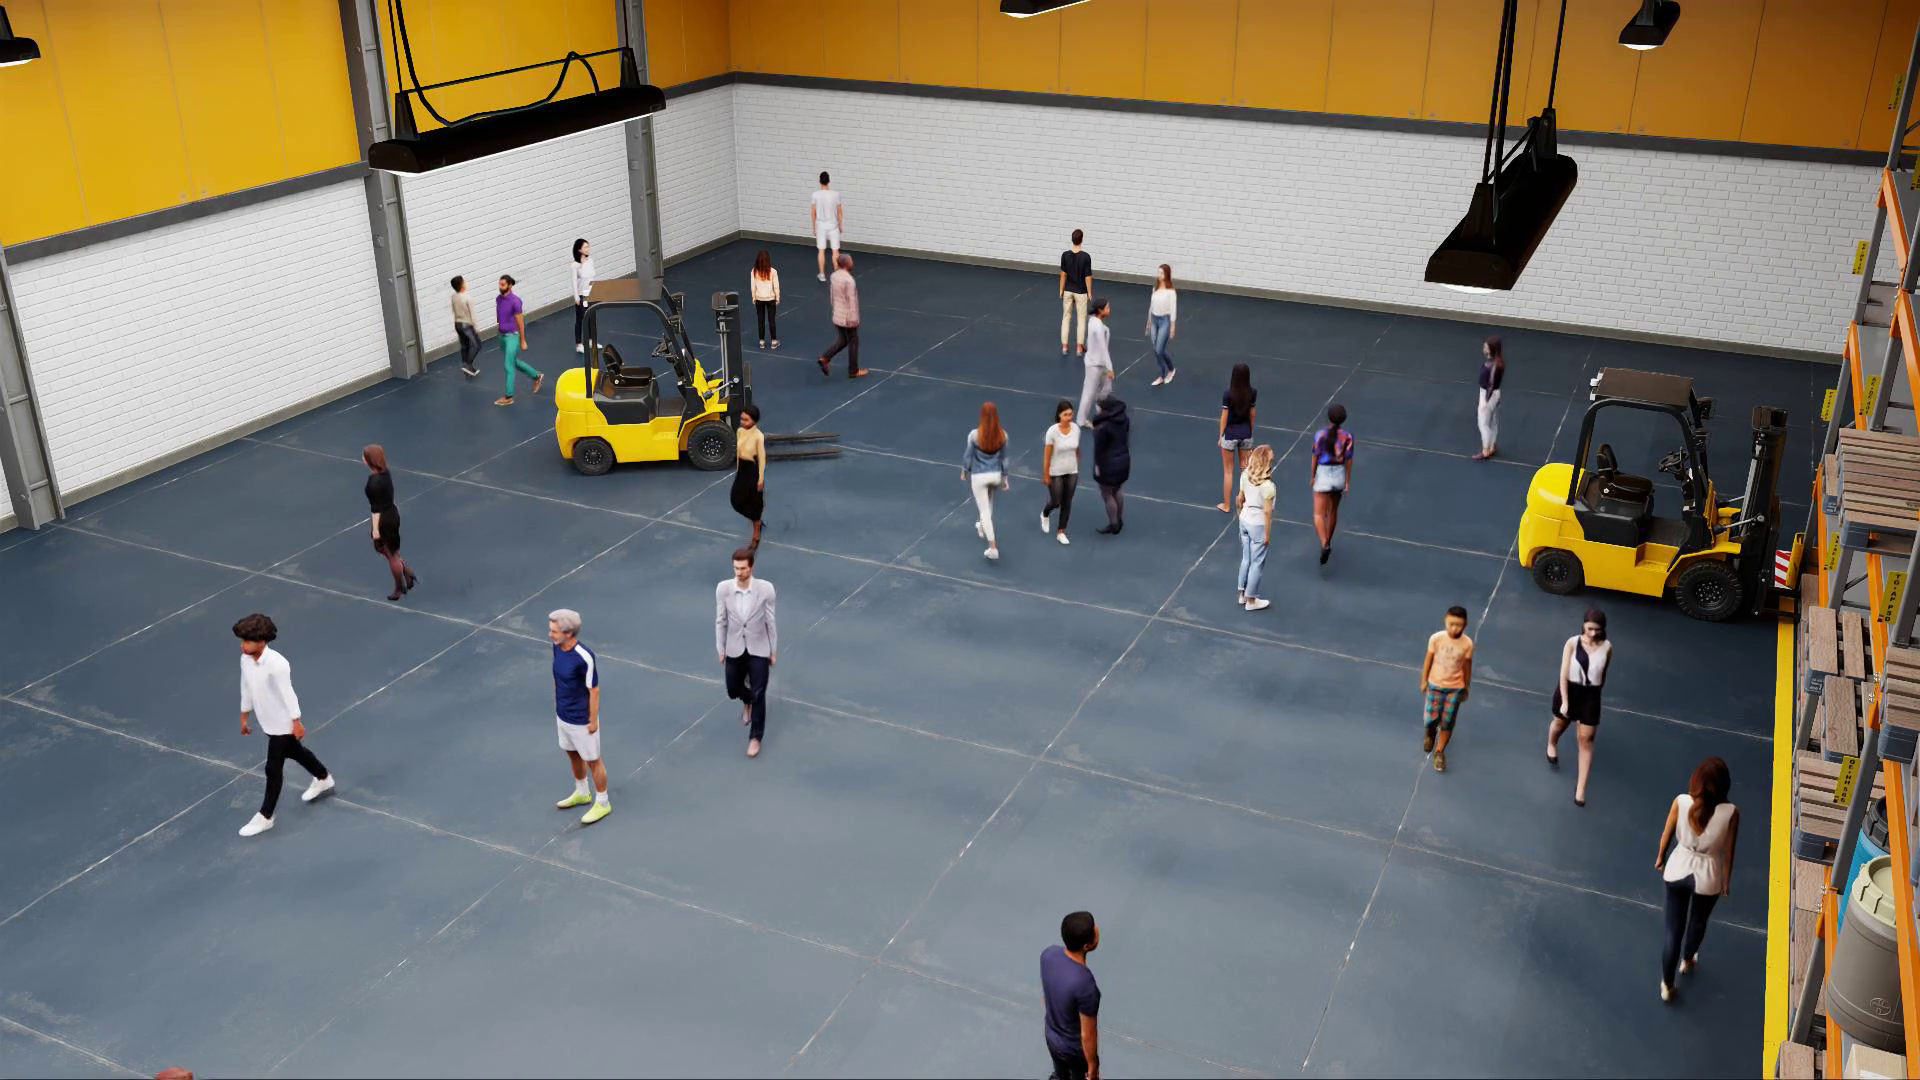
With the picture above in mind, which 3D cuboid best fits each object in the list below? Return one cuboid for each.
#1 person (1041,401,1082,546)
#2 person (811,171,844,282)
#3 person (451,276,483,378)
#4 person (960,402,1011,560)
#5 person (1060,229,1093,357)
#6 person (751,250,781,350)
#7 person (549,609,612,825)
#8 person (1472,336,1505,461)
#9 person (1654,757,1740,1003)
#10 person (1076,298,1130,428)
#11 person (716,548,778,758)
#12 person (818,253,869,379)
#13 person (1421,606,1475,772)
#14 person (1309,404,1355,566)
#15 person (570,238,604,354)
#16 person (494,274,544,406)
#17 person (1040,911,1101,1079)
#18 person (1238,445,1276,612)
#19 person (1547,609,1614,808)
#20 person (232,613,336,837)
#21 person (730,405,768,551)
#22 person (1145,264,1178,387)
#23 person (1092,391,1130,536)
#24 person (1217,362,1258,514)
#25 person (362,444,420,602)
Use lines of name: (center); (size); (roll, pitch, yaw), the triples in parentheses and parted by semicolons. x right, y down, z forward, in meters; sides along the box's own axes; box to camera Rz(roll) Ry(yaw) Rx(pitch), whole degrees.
person: (1.080, -0.763, 18.142); (0.778, 1.631, 0.830); (-10, 26, -22)
person: (-2.268, -5.354, 28.362); (0.766, 1.856, 0.765); (-3, 24, -6)
person: (-7.008, -2.981, 23.431); (0.552, 1.459, 0.634); (11, 26, 23)
person: (0.302, -0.592, 17.722); (1.137, 1.654, 1.167); (-9, 25, -20)
person: (1.699, -3.636, 24.439); (0.645, 1.851, 0.559); (9, 25, 20)
person: (-2.908, -3.603, 24.823); (0.631, 1.483, 0.606); (2, 24, 5)
person: (-2.998, 1.353, 13.048); (0.694, 1.834, 0.639); (20, 30, 38)
person: (6.533, -1.751, 20.457); (0.836, 1.587, 0.472); (15, 28, 30)
person: (4.833, 2.291, 10.990); (0.635, 1.764, 0.828); (12, 26, 25)
person: (1.673, -2.274, 21.498); (0.981, 1.711, 1.008); (-1, 24, -2)
person: (-1.768, 0.889, 14.108); (0.861, 1.836, 1.014); (2, 24, 5)
person: (-1.667, -3.109, 23.314); (1.094, 1.787, 0.965); (-15, 28, -31)
person: (4.056, 1.194, 13.887); (0.599, 1.453, 0.704); (6, 24, 14)
person: (3.911, -0.574, 17.595); (0.835, 1.722, 1.093); (2, 24, 4)
person: (-5.561, -3.627, 24.610); (0.687, 1.698, 0.502); (13, 27, 28)
person: (-6.006, -2.737, 22.522); (0.809, 1.740, 1.194); (18, 29, 35)
person: (0.568, 2.907, 9.562); (1.015, 1.778, 0.896); (-16, 28, -32)
person: (2.917, -0.128, 16.579); (0.738, 1.719, 0.724); (-13, 27, -26)
person: (4.986, 1.270, 13.528); (0.765, 1.601, 1.139); (3, 24, 6)
person: (-5.309, 1.373, 13.093); (0.770, 1.761, 1.176); (16, 28, 32)
person: (-2.208, -0.692, 17.957); (0.674, 1.648, 0.699); (18, 29, 35)
person: (2.865, -2.999, 23.148); (0.763, 1.719, 0.708); (-17, 29, -34)
person: (1.677, -0.851, 18.315); (0.686, 1.653, 0.838); (-20, 30, -37)
person: (3.148, -1.166, 18.895); (0.661, 1.765, 0.697); (-4, 24, -10)
person: (-5.670, -0.165, 16.693); (0.789, 1.695, 0.717); (-2, 24, -4)
